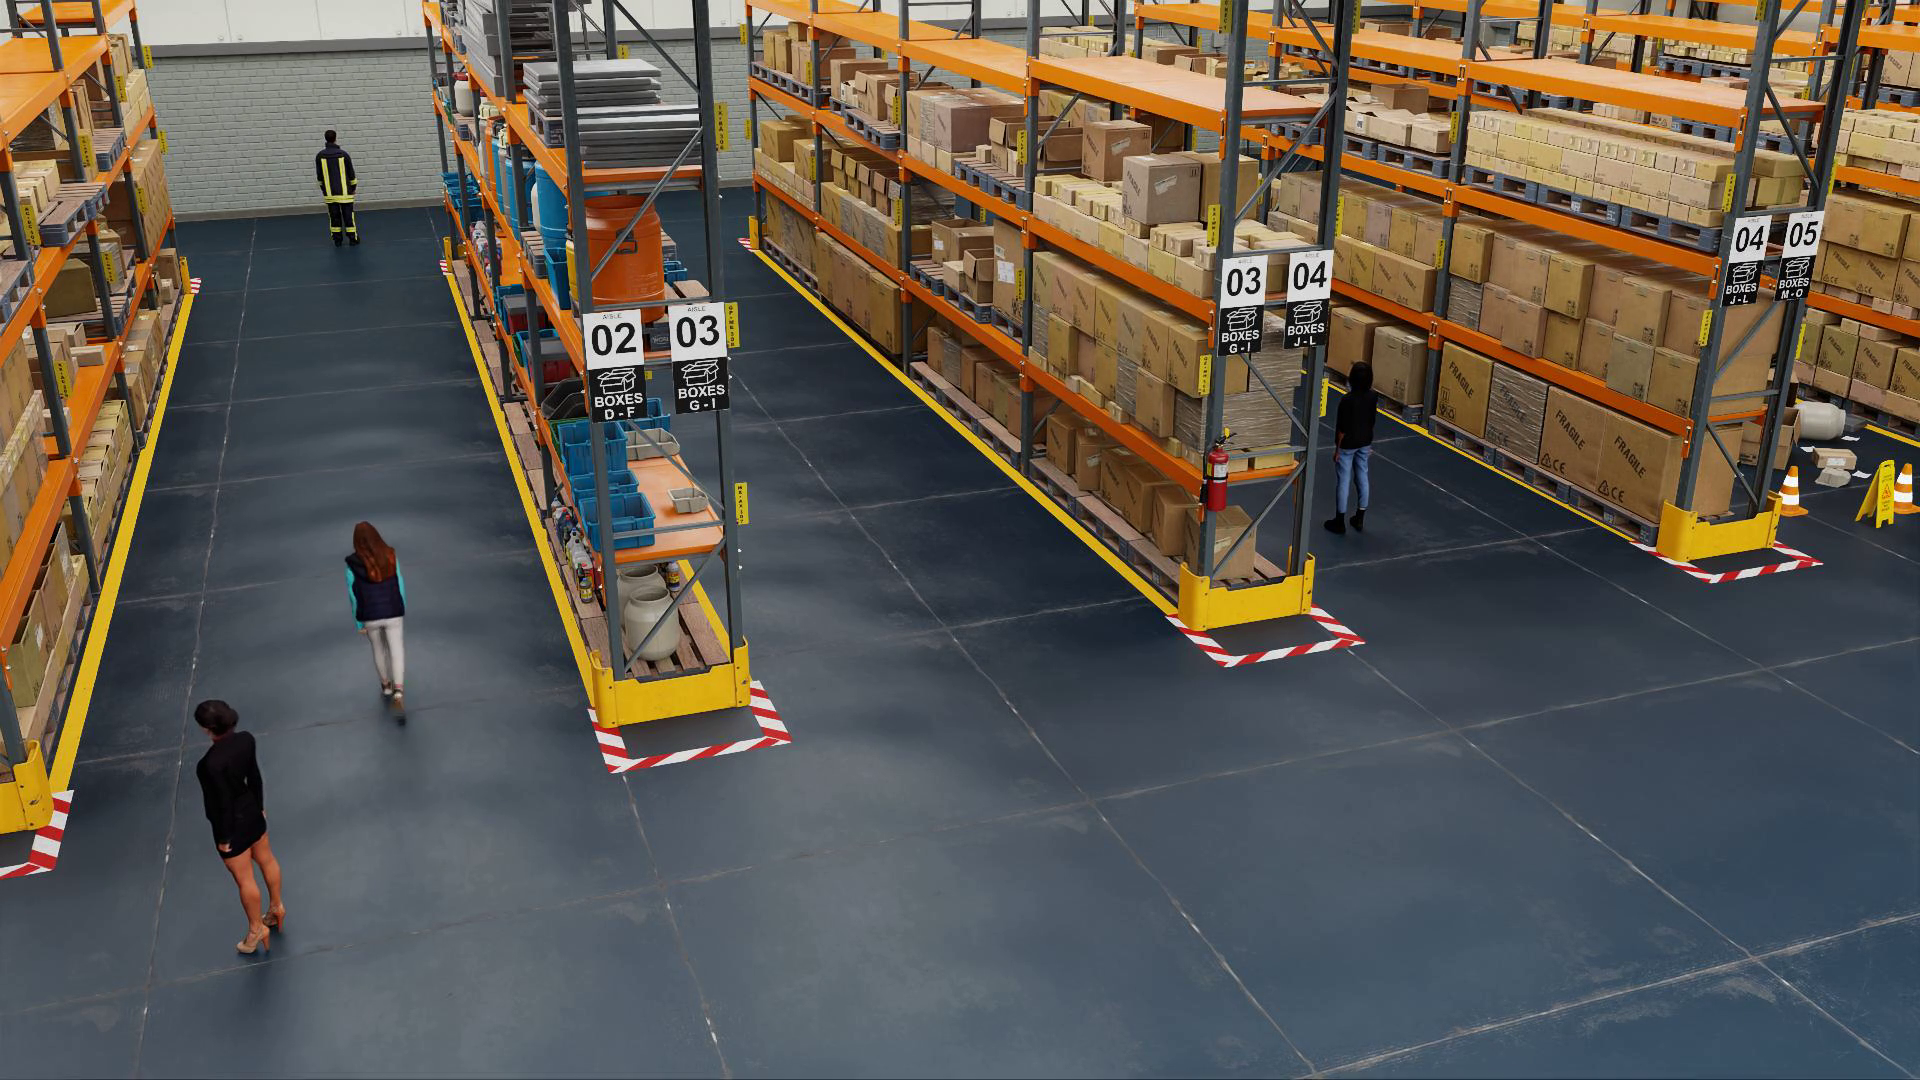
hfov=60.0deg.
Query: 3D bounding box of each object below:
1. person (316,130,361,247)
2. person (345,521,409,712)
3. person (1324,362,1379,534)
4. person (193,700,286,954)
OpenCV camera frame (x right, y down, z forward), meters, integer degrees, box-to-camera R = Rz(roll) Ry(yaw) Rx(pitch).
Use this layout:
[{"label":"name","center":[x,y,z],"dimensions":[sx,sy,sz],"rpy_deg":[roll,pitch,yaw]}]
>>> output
[{"label":"person","center":[-10.485,-5.937,28.017],"dimensions":[0.815,1.928,0.712],"rpy_deg":[-4,23,-10]},{"label":"person","center":[-4.392,0.593,12.645],"dimensions":[0.556,1.479,0.919],"rpy_deg":[-8,24,-19]},{"label":"person","center":[3.788,-0.895,15.988],"dimensions":[0.553,1.702,0.523],"rpy_deg":[-8,24,-19]},{"label":"person","center":[-4.235,1.672,9.792],"dimensions":[0.734,1.641,0.658],"rpy_deg":[5,23,11]}]
